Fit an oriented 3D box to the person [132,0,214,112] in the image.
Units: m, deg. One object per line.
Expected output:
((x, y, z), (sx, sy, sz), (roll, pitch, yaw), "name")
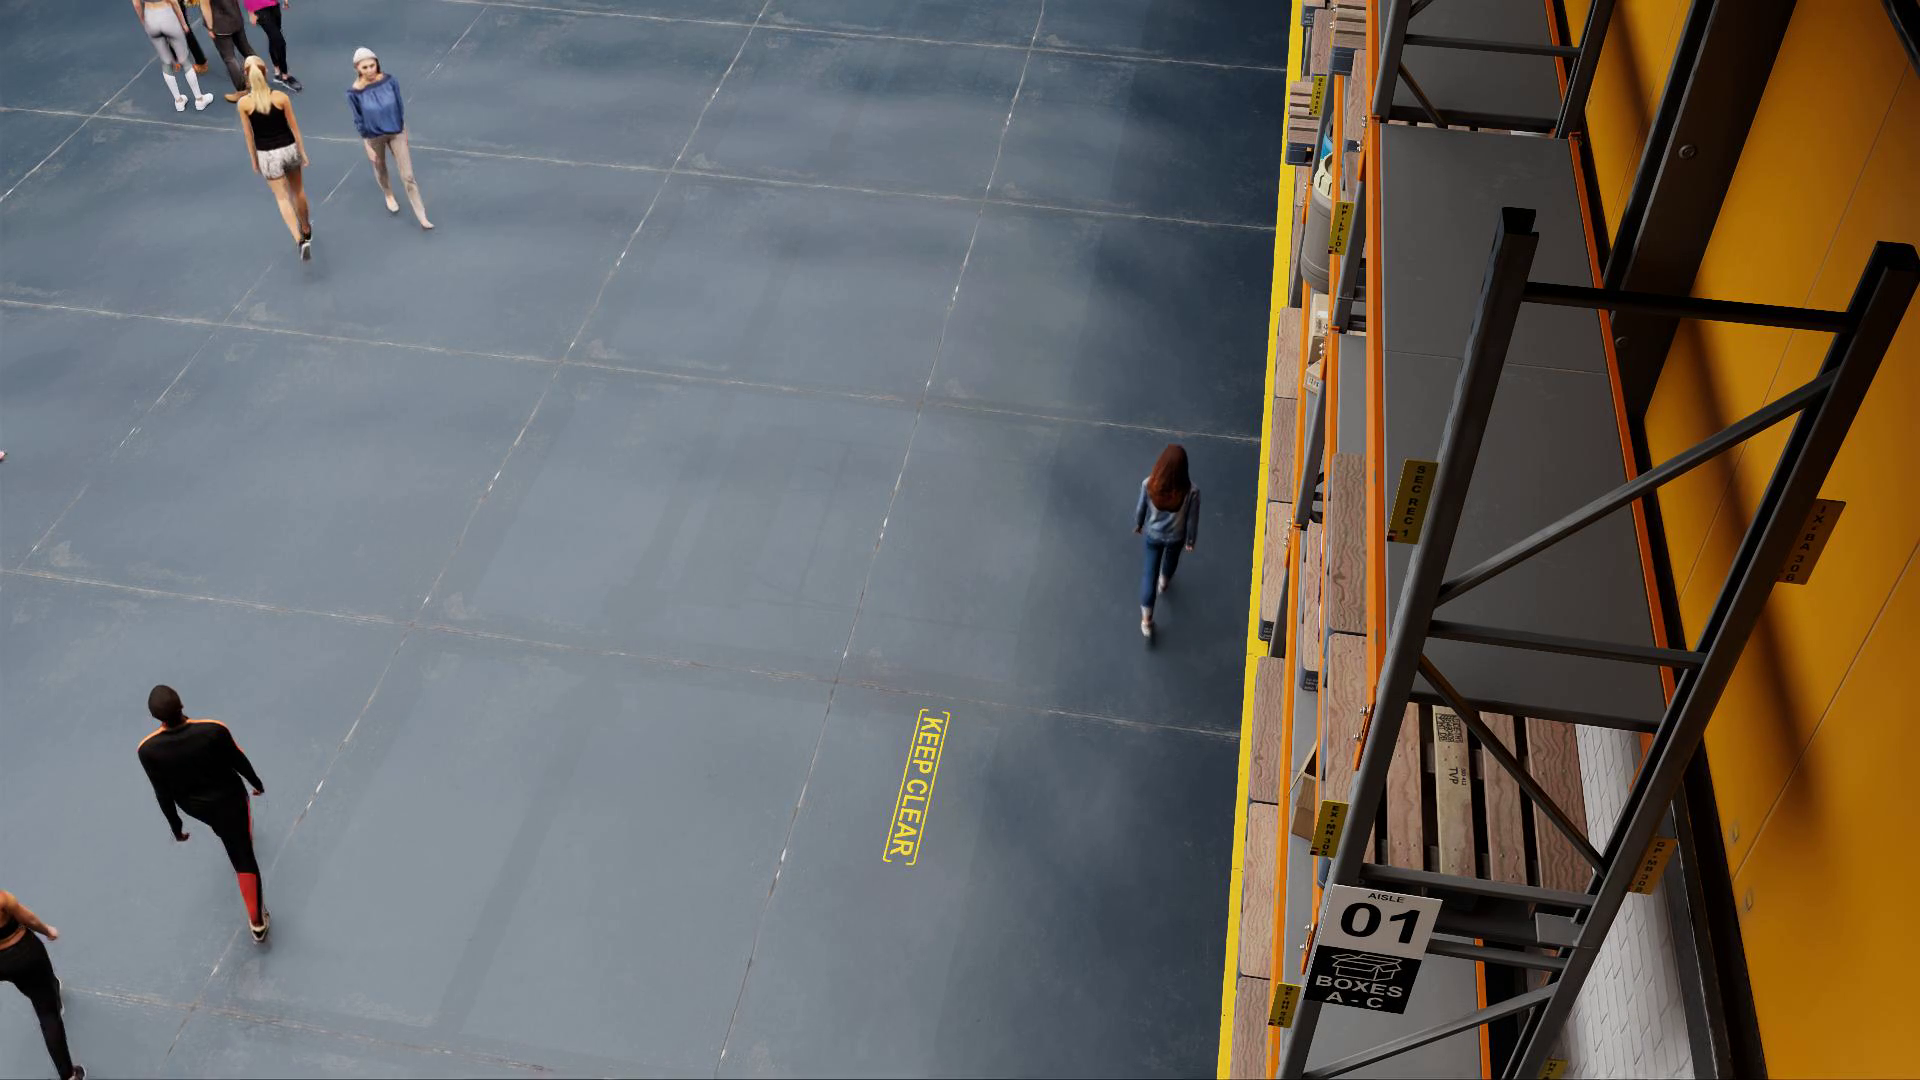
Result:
((-7.681, -4.956, 16.033), (0.620, 1.703, 0.609), (-3, 44, -3), "person")

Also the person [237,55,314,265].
((-5.782, -3.224, 14.130), (0.986, 1.821, 1.141), (-17, 46, -17), "person")

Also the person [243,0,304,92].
((-6.921, -5.271, 16.380), (0.715, 1.691, 0.649), (15, 46, 15), "person")

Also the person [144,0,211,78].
((-7.791, -5.397, 16.540), (0.929, 1.641, 0.871), (-27, 50, -26), "person")

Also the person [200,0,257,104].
((-7.157, -5.099, 16.176), (0.721, 1.713, 0.544), (16, 46, 16), "person")

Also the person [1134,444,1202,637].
((1.342, 0.003, 11.007), (0.589, 1.455, 0.958), (8, 44, 9), "person")

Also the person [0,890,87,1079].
((-4.851, 2.237, 8.551), (0.922, 1.608, 1.144), (-15, 46, -15), "person")

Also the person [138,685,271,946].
((-4.119, 1.516, 9.199), (1.045, 1.759, 1.301), (-14, 45, -14), "person")

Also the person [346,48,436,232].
((-5.090, -3.551, 14.608), (1.087, 1.643, 1.180), (-23, 48, -22), "person")
